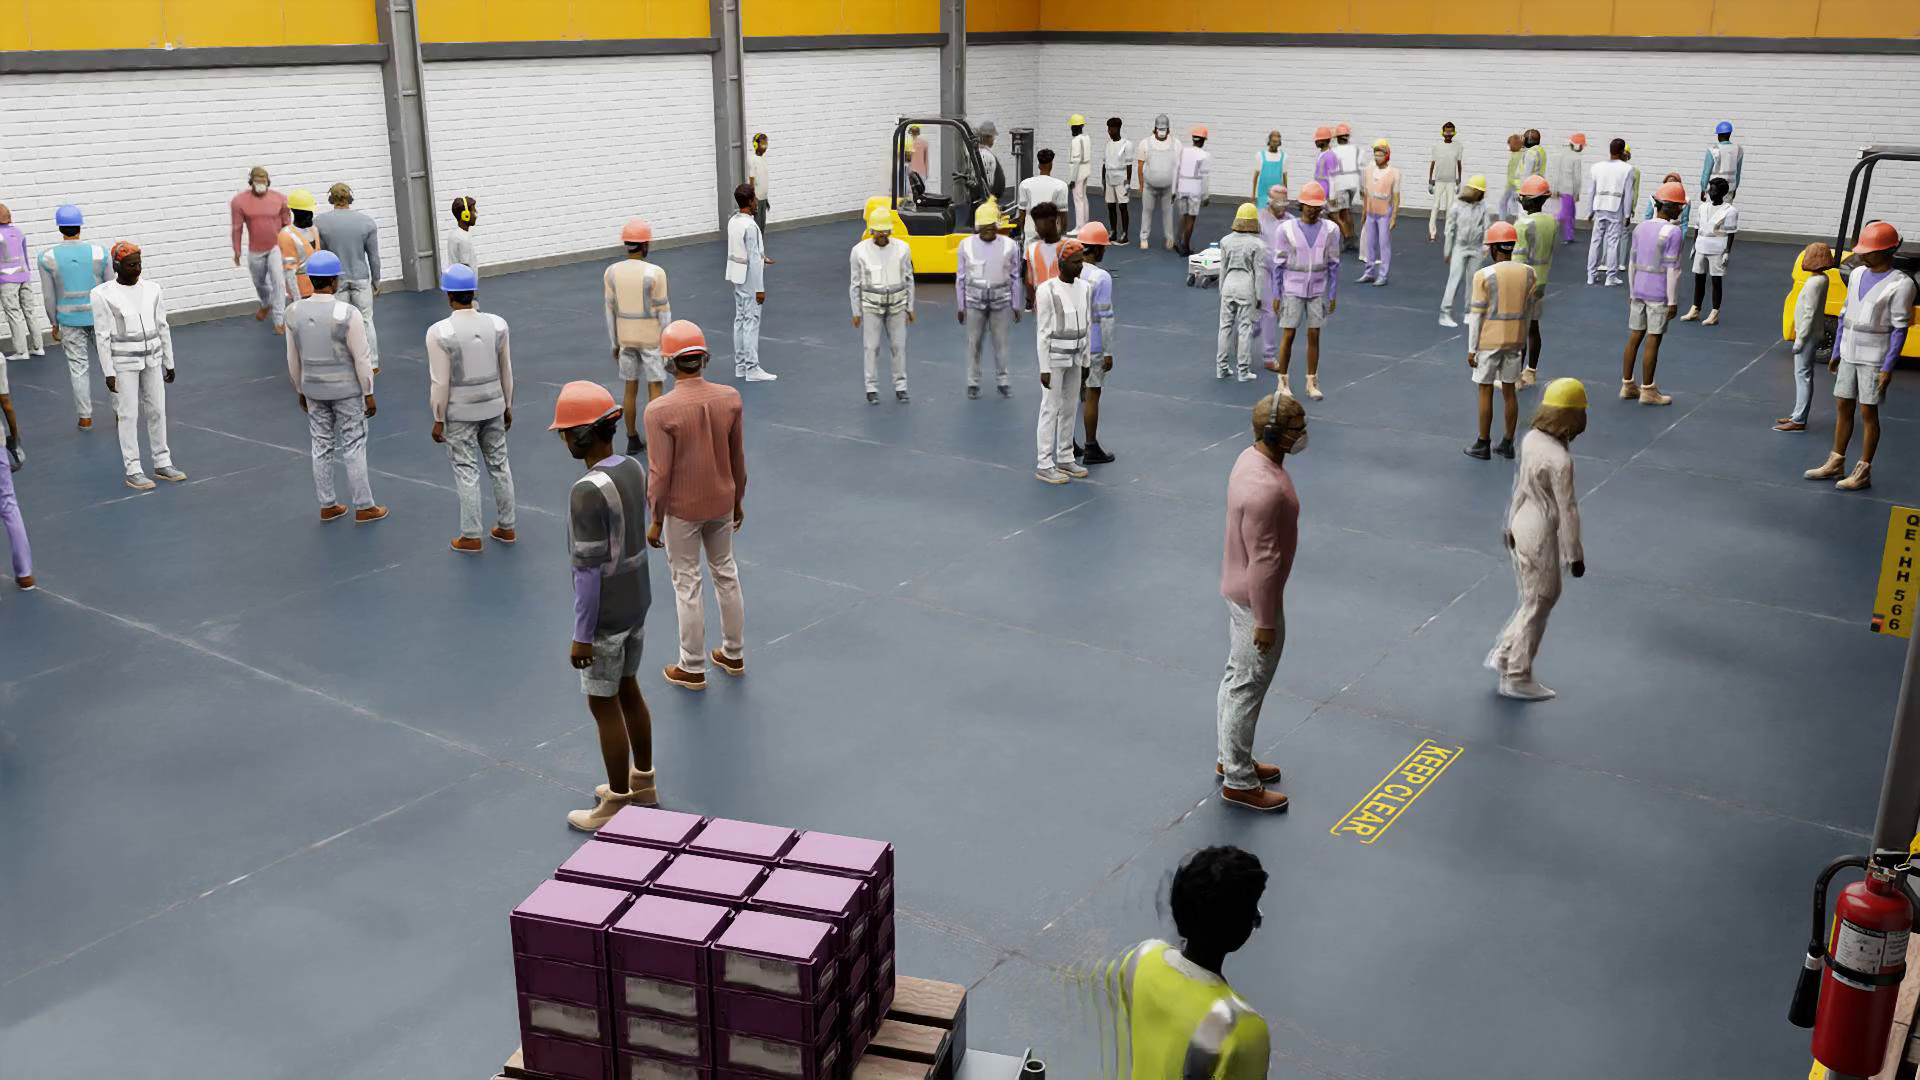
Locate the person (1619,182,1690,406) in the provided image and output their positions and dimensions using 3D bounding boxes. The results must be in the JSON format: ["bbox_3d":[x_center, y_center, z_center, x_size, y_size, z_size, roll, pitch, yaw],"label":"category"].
[{"bbox_3d":[6.423,-2.269,15.360,0.395,2.039,0.606,-5,18,-15],"label":"person"}]

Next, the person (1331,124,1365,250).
[{"bbox_3d":[5.924,-5.395,25.451,0.539,1.870,1.016,-6,19,-17],"label":"person"}]

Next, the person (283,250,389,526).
[{"bbox_3d":[-4.402,-1.060,11.724,0.617,1.943,0.397,4,18,12],"label":"person"}]

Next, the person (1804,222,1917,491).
[{"bbox_3d":[6.835,-1.385,12.603,0.392,2.033,0.605,-5,18,-14],"label":"person"}]

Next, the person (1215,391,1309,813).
[{"bbox_3d":[1.360,0.272,7.571,0.352,1.937,0.635,2,18,6],"label":"person"}]

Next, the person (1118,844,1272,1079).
[{"bbox_3d":[0.636,1.519,4.120,0.857,1.649,0.542,-10,20,-28],"label":"person"}]

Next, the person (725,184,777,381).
[{"bbox_3d":[-2.088,-2.527,16.355,0.392,1.922,0.593,-9,20,-27],"label":"person"}]

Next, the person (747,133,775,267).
[{"bbox_3d":[-2.843,-4.850,23.715,0.329,1.863,0.518,5,18,16],"label":"person"}]

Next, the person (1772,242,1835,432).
[{"bbox_3d":[7.313,-1.750,14.389,0.282,1.633,0.500,11,21,31],"label":"person"}]

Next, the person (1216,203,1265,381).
[{"bbox_3d":[2.774,-2.441,16.391,0.480,1.733,0.338,12,21,34],"label":"person"}]

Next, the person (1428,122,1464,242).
[{"bbox_3d":[7.620,-5.617,26.124,0.509,1.863,0.323,2,18,6],"label":"person"}]

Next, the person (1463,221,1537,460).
[{"bbox_3d":[4.353,-1.613,13.509,0.543,1.920,0.420,-4,18,-12],"label":"person"}]

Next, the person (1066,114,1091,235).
[{"bbox_3d":[1.904,-5.904,26.910,0.386,1.922,0.594,8,19,22],"label":"person"}]

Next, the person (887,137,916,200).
[{"bbox_3d":[-0.903,-4.816,23.708,0.560,1.810,0.609,-7,19,-20],"label":"person"}]

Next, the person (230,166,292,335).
[{"bbox_3d":[-7.901,-3.328,18.939,0.660,1.889,0.973,-5,18,-16],"label":"person"}]

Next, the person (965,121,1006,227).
[{"bbox_3d":[0.469,-5.076,24.132,0.984,2.000,0.702,-2,18,-7],"label":"person"}]

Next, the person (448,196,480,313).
[{"bbox_3d":[-4.688,-2.323,15.826,0.342,1.861,0.513,-8,19,-24],"label":"person"}]

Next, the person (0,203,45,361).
[{"bbox_3d":[-9.873,-2.685,17.324,0.315,1.632,0.516,4,18,11],"label":"person"}]

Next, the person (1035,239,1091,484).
[{"bbox_3d":[0.801,-1.375,12.832,0.568,1.878,0.351,-16,24,-41],"label":"person"}]

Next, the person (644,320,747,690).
[{"bbox_3d":[-1.420,-0.185,8.914,0.622,1.990,0.396,-16,24,-42],"label":"person"}]

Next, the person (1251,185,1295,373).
[{"bbox_3d":[3.128,-2.689,16.958,0.650,1.871,0.791,-10,20,-29],"label":"person"}]

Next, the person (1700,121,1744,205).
[{"bbox_3d":[11.378,-5.277,24.932,0.605,1.939,0.417,-2,18,-7],"label":"person"}]

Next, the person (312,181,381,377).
[{"bbox_3d":[-6.045,-2.563,16.463,0.623,1.932,0.370,-7,19,-22],"label":"person"}]

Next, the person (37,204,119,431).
[{"bbox_3d":[-7.568,-1.915,14.396,0.603,1.949,0.384,-9,20,-26],"label":"person"}]

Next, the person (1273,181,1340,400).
[{"bbox_3d":[3.218,-2.312,15.504,0.614,2.035,0.423,-1,18,-3],"label":"person"}]

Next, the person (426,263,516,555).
[{"bbox_3d":[-3.263,-0.869,11.124,0.394,1.945,0.618,15,23,39],"label":"person"}]

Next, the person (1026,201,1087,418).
[{"bbox_3d":[0.907,-2.069,14.910,0.663,1.928,0.811,8,19,24],"label":"person"}]

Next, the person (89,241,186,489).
[{"bbox_3d":[-6.273,-1.336,12.704,0.361,1.879,0.583,11,21,30],"label":"person"}]

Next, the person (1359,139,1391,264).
[{"bbox_3d":[5.990,-4.877,23.955,0.330,1.767,0.528,0,18,0],"label":"person"}]

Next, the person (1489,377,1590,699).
[{"bbox_3d":[3.084,0.001,8.734,0.360,1.728,0.497,1,18,3],"label":"person"}]

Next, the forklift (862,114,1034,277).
[{"bbox_3d":[-0.171,-4.594,22.377,2.313,2.155,1.214,1,18,3],"label":"forklift"}]

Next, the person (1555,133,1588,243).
[{"bbox_3d":[9.381,-5.441,25.810,0.757,1.725,0.571,-1,18,-4],"label":"person"}]

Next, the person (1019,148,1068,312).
[{"bbox_3d":[1.005,-3.712,20.014,0.599,1.958,0.386,4,18,11],"label":"person"}]

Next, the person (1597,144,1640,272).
[{"bbox_3d":[9.160,-4.626,23.186,0.533,1.758,0.333,0,18,-1],"label":"person"}]

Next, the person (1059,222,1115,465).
[{"bbox_3d":[1.034,-1.579,13.366,0.377,1.932,0.552,-16,23,-40],"label":"person"}]

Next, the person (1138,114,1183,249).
[{"bbox_3d":[3.037,-5.445,25.288,0.684,2.000,0.536,1,18,3],"label":"person"}]

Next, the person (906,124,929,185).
[{"bbox_3d":[-0.719,-6.173,28.040,0.561,1.740,0.566,-9,20,-26],"label":"person"}]

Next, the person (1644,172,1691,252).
[{"bbox_3d":[8.641,-3.680,20.414,0.514,1.643,0.307,9,20,27],"label":"person"}]

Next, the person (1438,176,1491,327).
[{"bbox_3d":[5.852,-3.329,19.190,0.501,1.719,0.410,-4,18,-12],"label":"person"}]

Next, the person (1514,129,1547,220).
[{"bbox_3d":[8.520,-5.222,24.940,0.429,1.830,0.636,11,21,32],"label":"person"}]

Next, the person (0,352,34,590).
[{"bbox_3d":[-6.103,-0.566,10.319,0.508,1.863,0.331,-12,21,-32],"label":"person"}]

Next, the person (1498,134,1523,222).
[{"bbox_3d":[8.851,-5.725,26.846,0.688,1.602,0.525,6,19,17],"label":"person"}]

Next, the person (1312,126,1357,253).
[{"bbox_3d":[5.494,-5.196,24.777,1.006,1.895,0.548,0,18,1],"label":"person"}]

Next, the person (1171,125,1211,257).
[{"bbox_3d":[3.430,-5.136,24.523,0.594,1.912,0.444,14,23,38],"label":"person"}]

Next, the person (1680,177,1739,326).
[{"bbox_3d":[8.703,-3.344,19.272,0.317,1.695,0.540,-9,20,-26],"label":"person"}]

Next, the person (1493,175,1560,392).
[{"bbox_3d":[5.404,-2.443,15.893,0.608,2.044,0.370,-14,23,-37],"label":"person"}]

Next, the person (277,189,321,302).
[{"bbox_3d":[-6.244,-2.394,15.944,0.392,1.921,0.605,2,18,7],"label":"person"}]

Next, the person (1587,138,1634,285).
[{"bbox_3d":[8.603,-4.345,22.054,0.393,1.914,0.587,-17,24,-42],"label":"person"}]

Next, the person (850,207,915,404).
[{"bbox_3d":[-0.710,-2.159,15.370,0.605,1.818,0.403,-5,18,-14],"label":"person"}]

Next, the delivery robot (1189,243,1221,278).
[{"bbox_3d":[3.360,-3.692,22.056,0.707,0.478,0.477,-15,23,-39],"label":"delivery robot"}]

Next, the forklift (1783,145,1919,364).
[{"bbox_3d":[9.803,-2.879,17.013,2.313,2.155,1.214,12,21,33],"label":"forklift"}]

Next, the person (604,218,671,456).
[{"bbox_3d":[-2.586,-1.637,13.547,0.551,1.935,0.373,5,19,17],"label":"person"}]

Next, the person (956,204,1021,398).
[{"bbox_3d":[0.271,-2.223,15.590,0.622,1.820,0.403,0,18,-1],"label":"person"}]

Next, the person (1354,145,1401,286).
[{"bbox_3d":[5.562,-4.293,22.006,0.373,1.840,0.570,-12,21,-32],"label":"person"}]

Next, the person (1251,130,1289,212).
[{"bbox_3d":[4.600,-5.163,24.744,0.539,1.833,0.527,1,18,4],"label":"person"}]

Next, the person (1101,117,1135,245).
[{"bbox_3d":[2.423,-5.569,25.828,0.391,1.952,0.613,-16,23,-40],"label":"person"}]

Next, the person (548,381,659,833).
[{"bbox_3d":[-1.572,0.301,7.347,0.409,2.028,0.612,3,18,9],"label":"person"}]
